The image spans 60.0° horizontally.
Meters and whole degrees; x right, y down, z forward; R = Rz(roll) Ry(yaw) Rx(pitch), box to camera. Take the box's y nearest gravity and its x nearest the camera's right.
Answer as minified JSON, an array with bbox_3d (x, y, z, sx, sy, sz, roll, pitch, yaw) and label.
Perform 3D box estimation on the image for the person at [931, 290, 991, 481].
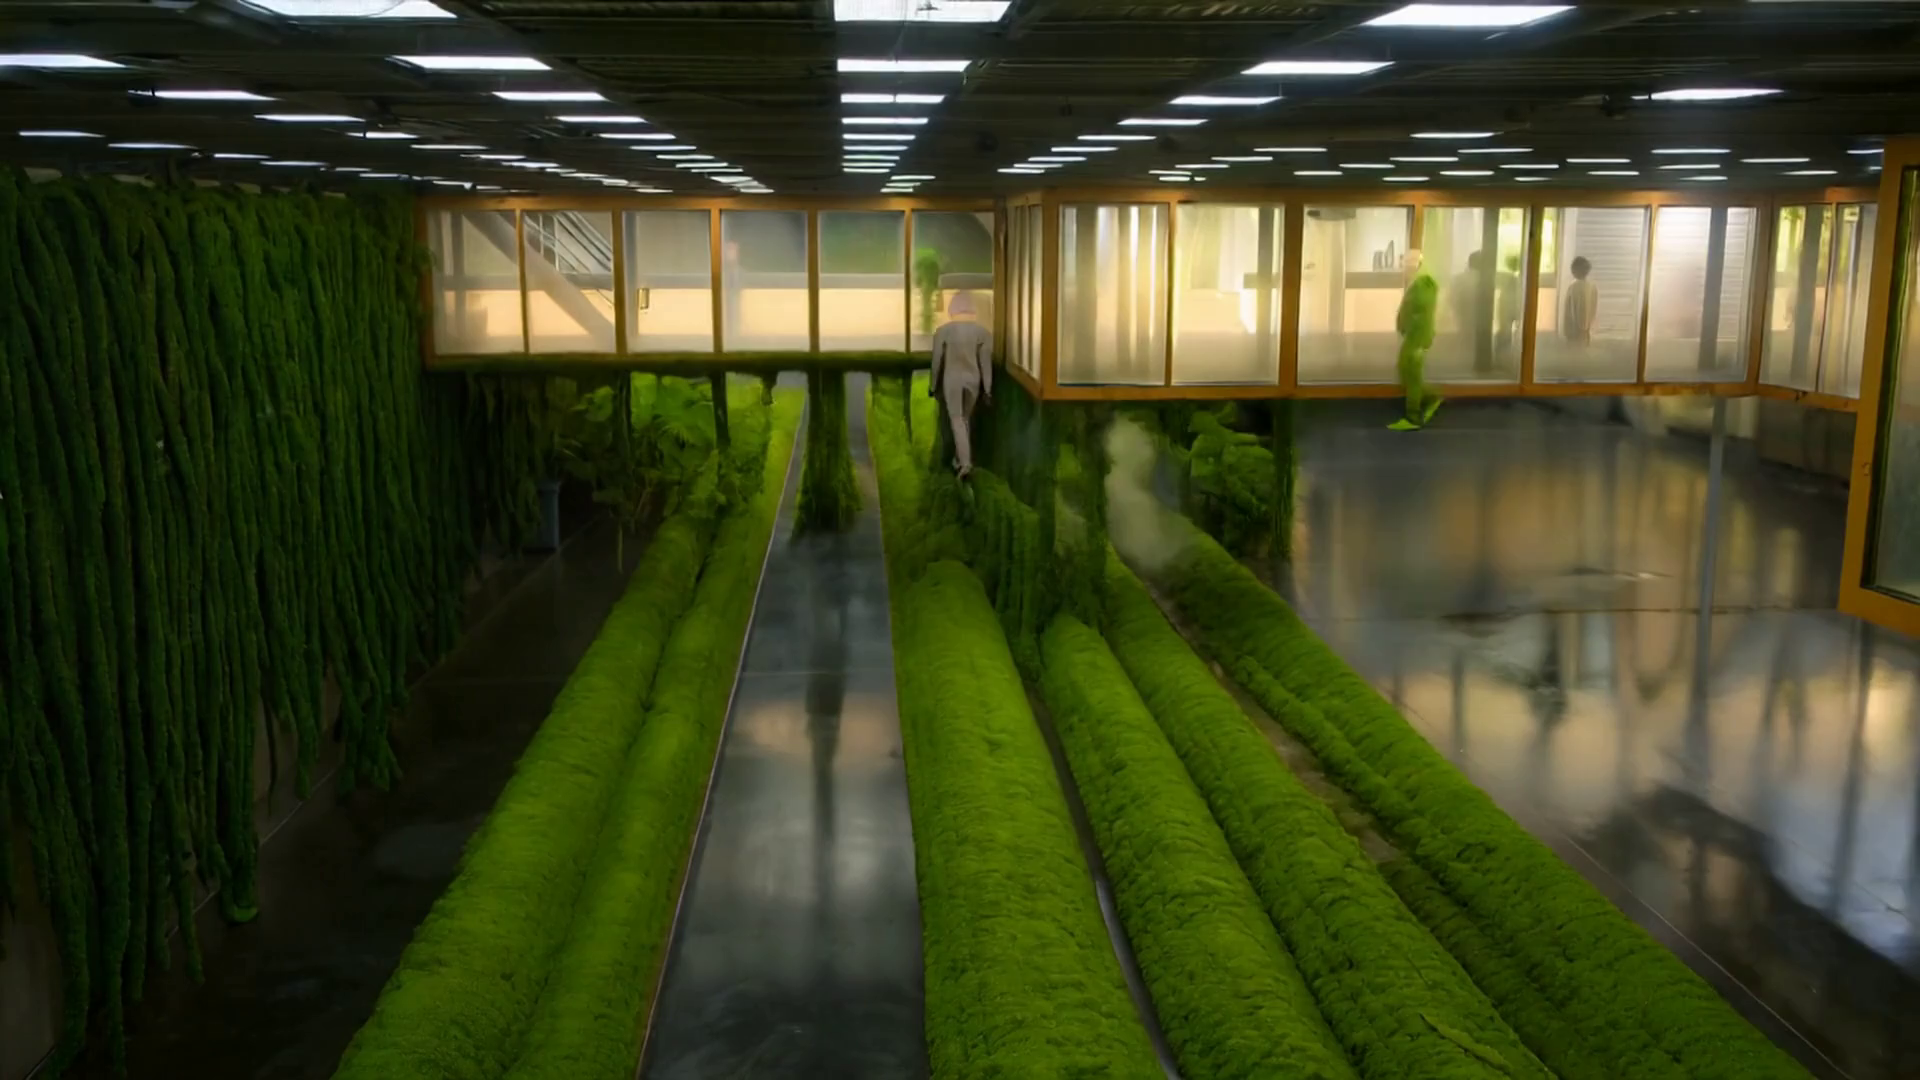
[{"bbox_3d":[0.025,-1.314,14.120,0.506,1.600,0.832,-3,11,-17],"label":"person"}]

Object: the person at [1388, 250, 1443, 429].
[{"bbox_3d":[4.841,-2.110,17.595,0.482,1.891,0.669,1,11,7],"label":"person"}]
